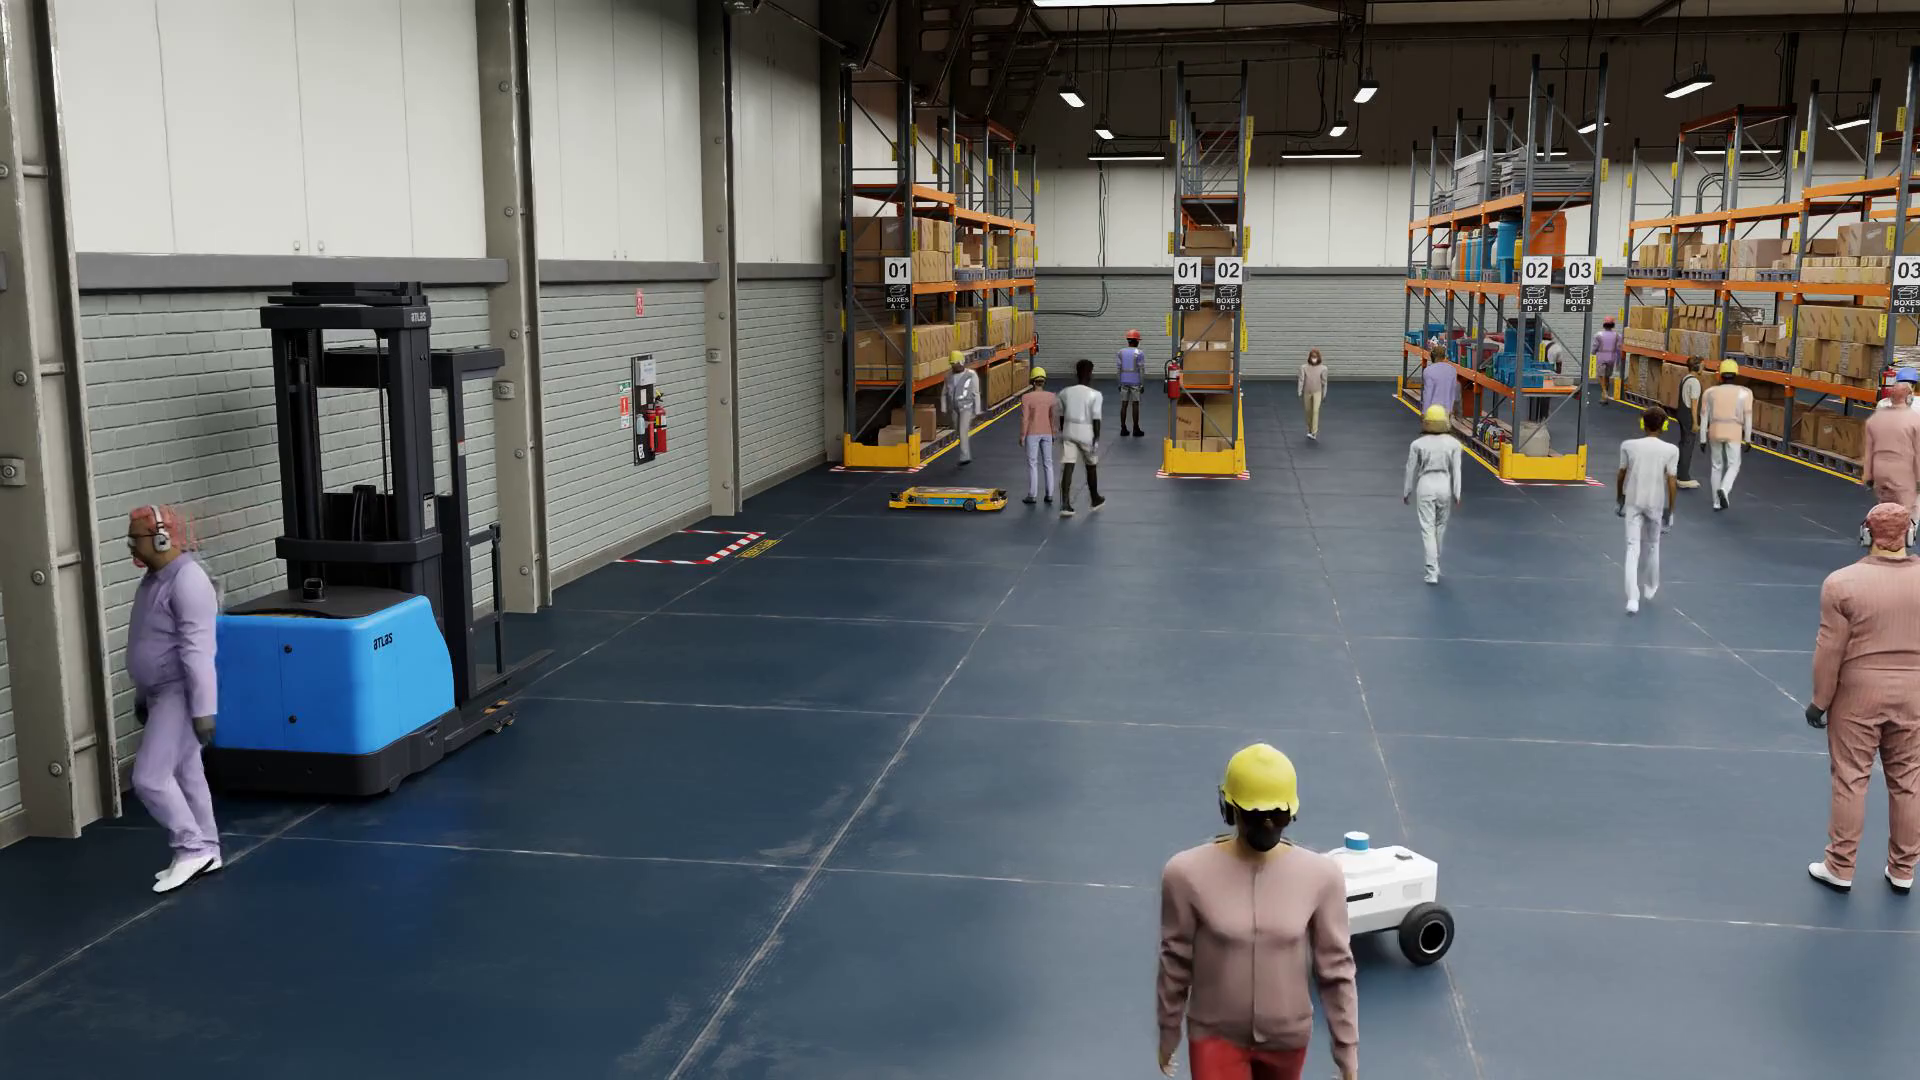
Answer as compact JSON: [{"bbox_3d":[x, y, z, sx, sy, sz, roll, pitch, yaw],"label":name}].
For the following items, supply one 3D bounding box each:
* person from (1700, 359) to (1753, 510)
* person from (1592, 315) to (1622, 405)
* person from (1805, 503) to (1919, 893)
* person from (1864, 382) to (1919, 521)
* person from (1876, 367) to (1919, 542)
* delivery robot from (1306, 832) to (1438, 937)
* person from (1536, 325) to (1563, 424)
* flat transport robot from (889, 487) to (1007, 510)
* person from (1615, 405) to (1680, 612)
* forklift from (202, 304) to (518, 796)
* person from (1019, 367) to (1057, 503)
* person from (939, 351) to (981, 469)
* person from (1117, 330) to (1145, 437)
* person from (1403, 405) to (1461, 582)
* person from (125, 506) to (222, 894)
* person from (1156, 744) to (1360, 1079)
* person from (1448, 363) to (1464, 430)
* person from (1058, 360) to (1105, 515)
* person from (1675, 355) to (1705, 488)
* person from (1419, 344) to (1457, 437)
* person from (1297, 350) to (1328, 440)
[{"bbox_3d":[9.560,-1.305,20.798,0.600,1.914,0.614,6,11,34],"label":"person"},{"bbox_3d":[14.526,-4.035,37.346,0.617,2.015,0.893,1,9,8],"label":"person"},{"bbox_3d":[4.453,0.765,8.083,0.639,1.902,0.406,1,9,8],"label":"person"},{"bbox_3d":[9.486,-0.663,16.912,0.590,1.890,0.659,-4,10,-23],"label":"person"},{"bbox_3d":[10.520,-0.957,18.588,0.605,1.937,0.411,3,10,18],"label":"person"},{"bbox_3d":[1.742,1.532,7.331,0.707,0.478,0.477,-4,10,-24],"label":"delivery robot"},{"bbox_3d":[11.112,-3.121,31.747,0.697,2.000,0.905,4,10,23],"label":"person"},{"bbox_3d":[-0.145,-0.540,21.271,1.431,0.197,0.652,1,9,9],"label":"flat transport robot"},{"bbox_3d":[6.137,-0.297,14.895,0.513,1.814,1.016,4,10,25],"label":"person"},{"bbox_3d":[-3.673,-0.038,10.147,1.129,2.768,1.873,1,9,9],"label":"forklift"},{"bbox_3d":[1.008,-1.361,21.603,0.533,1.767,0.321,-4,10,-25],"label":"person"},{"bbox_3d":[-0.027,-1.980,25.353,0.604,1.782,0.832,5,11,30],"label":"person"},{"bbox_3d":[3.137,-2.871,30.409,0.547,1.930,0.382,6,11,34],"label":"person"},{"bbox_3d":[4.612,-0.469,16.295,0.511,1.688,0.904,1,9,4],"label":"person"},{"bbox_3d":[-3.873,0.772,8.072,0.517,1.886,0.669,-7,12,-38],"label":"person"},{"bbox_3d":[0.838,1.401,4.716,0.543,1.713,0.931,0,9,-2],"label":"person"},{"bbox_3d":[7.413,-1.892,25.361,0.520,1.599,0.762,0,9,-1],"label":"person"},{"bbox_3d":[1.501,-1.283,20.674,0.627,1.917,0.996,5,10,27],"label":"person"},{"bbox_3d":[10.182,-1.652,23.175,0.360,1.843,0.514,2,9,9],"label":"person"},{"bbox_3d":[6.992,-1.896,24.369,0.635,1.937,0.354,-6,11,-31],"label":"person"},{"bbox_3d":[6.372,-2.642,30.027,0.499,1.595,0.838,4,10,21],"label":"person"}]
